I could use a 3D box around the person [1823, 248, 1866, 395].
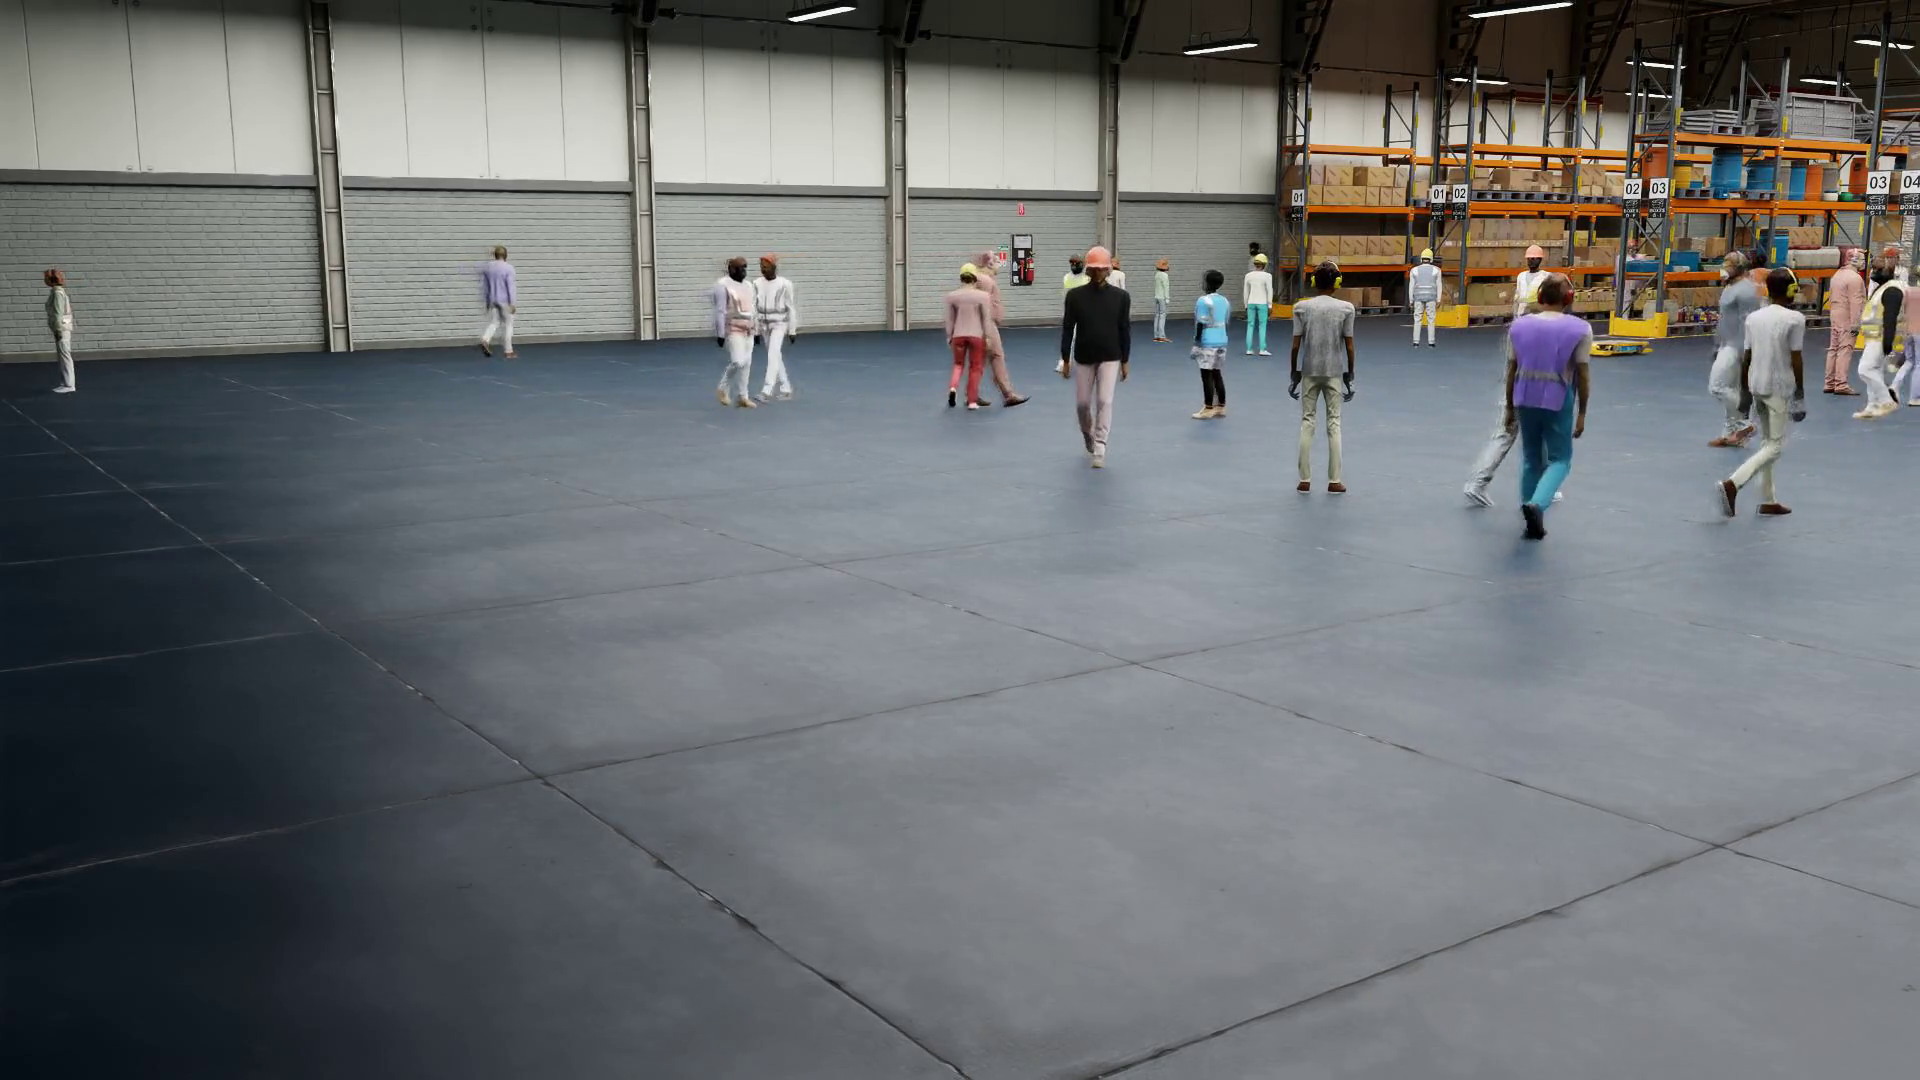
[{"bbox_3d":[11.616,-2.849,21.750,0.402,1.904,0.652,1,10,4],"label":"person"}]

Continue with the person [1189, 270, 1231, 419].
[{"bbox_3d":[2.848,-2.194,18.805,0.329,1.676,0.565,10,14,43],"label":"person"}]

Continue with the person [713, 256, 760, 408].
[{"bbox_3d":[-2.655,-2.488,19.990,0.437,1.831,0.631,6,12,30],"label":"person"}]

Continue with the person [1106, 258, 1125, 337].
[{"bbox_3d":[3.136,-4.961,34.101,0.501,1.624,0.293,5,11,24],"label":"person"}]

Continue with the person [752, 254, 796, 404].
[{"bbox_3d":[-2.378,-2.605,20.582,0.581,1.832,0.978,6,12,29],"label":"person"}]

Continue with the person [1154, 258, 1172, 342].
[{"bbox_3d":[3.988,-4.721,32.748,0.283,1.636,0.500,-4,11,-19],"label":"person"}]

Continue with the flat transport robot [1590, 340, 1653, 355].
[{"bbox_3d":[11.431,-3.376,29.118,1.431,0.197,0.652,-7,12,-33],"label":"flat transport robot"}]

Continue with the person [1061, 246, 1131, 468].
[{"bbox_3d":[1.234,-1.664,15.062,0.632,1.975,0.758,1,10,7],"label":"person"}]

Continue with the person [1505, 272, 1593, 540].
[{"bbox_3d":[3.907,-0.876,11.159,0.574,1.830,0.595,9,13,39],"label":"person"}]

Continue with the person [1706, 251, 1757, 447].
[{"bbox_3d":[7.508,-1.845,16.218,0.430,1.925,0.632,2,11,13],"label":"person"}]

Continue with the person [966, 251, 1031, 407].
[{"bbox_3d":[0.445,-2.555,20.191,0.798,1.876,0.676,-1,10,-7],"label":"person"}]

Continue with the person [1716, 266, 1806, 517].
[{"bbox_3d":[5.858,-1.062,12.108,0.756,1.853,0.513,-4,11,-19],"label":"person"}]

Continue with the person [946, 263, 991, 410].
[{"bbox_3d":[0.087,-2.403,19.740,0.534,1.758,0.469,3,11,18],"label":"person"}]

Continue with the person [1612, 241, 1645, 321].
[{"bbox_3d":[15.061,-5.739,37.430,0.679,1.969,1.088,4,11,22],"label":"person"}]

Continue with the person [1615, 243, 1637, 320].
[{"bbox_3d":[14.770,-5.594,36.796,0.401,1.906,0.649,-1,10,-7],"label":"person"}]

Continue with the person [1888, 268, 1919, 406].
[{"bbox_3d":[11.615,-2.489,20.162,0.393,1.753,0.551,-3,11,-18],"label":"person"}]

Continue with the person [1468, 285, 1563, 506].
[{"bbox_3d":[4.315,-1.097,12.732,0.895,1.692,0.524,-7,12,-33],"label":"person"}]

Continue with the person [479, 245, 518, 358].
[{"bbox_3d":[-7.834,-4.023,28.156,0.635,1.926,0.676,5,11,24],"label":"person"}]

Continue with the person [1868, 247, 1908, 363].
[{"bbox_3d":[15.228,-3.854,27.317,0.584,1.882,0.337,10,14,44],"label":"person"}]

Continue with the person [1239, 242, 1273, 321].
[{"bbox_3d":[7.260,-6.322,40.690,0.763,1.941,0.626,-4,11,-20],"label":"person"}]

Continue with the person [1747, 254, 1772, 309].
[{"bbox_3d":[16.439,-5.024,34.240,0.531,1.697,0.320,3,11,18],"label":"person"}]

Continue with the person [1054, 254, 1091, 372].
[{"bbox_3d":[1.838,-3.481,25.514,0.624,1.803,0.927,8,13,36],"label":"person"}]

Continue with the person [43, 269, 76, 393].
[{"bbox_3d":[-11.919,-2.762,22.014,0.322,1.638,0.519,-6,12,-30],"label":"person"}]

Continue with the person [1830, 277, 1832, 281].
[{"bbox_3d":[25.390,-7.531,48.277,0.514,1.587,0.850,1,10,7],"label":"person"}]

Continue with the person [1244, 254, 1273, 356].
[{"bbox_3d":[5.196,-4.086,28.918,0.533,1.765,0.330,7,13,35],"label":"person"}]

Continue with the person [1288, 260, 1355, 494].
[{"bbox_3d":[2.904,-1.299,13.350,0.534,1.868,0.309,3,11,17],"label":"person"}]

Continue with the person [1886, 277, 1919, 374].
[{"bbox_3d":[14.206,-3.405,24.424,0.701,2.000,0.831,-4,11,-19],"label":"person"}]

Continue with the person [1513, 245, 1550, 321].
[{"bbox_3d":[7.751,-3.023,22.600,0.349,1.940,0.551,-8,13,-37],"label":"person"}]

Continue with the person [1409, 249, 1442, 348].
[{"bbox_3d":[8.612,-4.463,30.791,0.589,1.834,0.403,4,11,19],"label":"person"}]

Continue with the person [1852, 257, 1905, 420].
[{"bbox_3d":[10.294,-2.243,18.645,0.452,1.824,0.648,3,11,18],"label":"person"}]
